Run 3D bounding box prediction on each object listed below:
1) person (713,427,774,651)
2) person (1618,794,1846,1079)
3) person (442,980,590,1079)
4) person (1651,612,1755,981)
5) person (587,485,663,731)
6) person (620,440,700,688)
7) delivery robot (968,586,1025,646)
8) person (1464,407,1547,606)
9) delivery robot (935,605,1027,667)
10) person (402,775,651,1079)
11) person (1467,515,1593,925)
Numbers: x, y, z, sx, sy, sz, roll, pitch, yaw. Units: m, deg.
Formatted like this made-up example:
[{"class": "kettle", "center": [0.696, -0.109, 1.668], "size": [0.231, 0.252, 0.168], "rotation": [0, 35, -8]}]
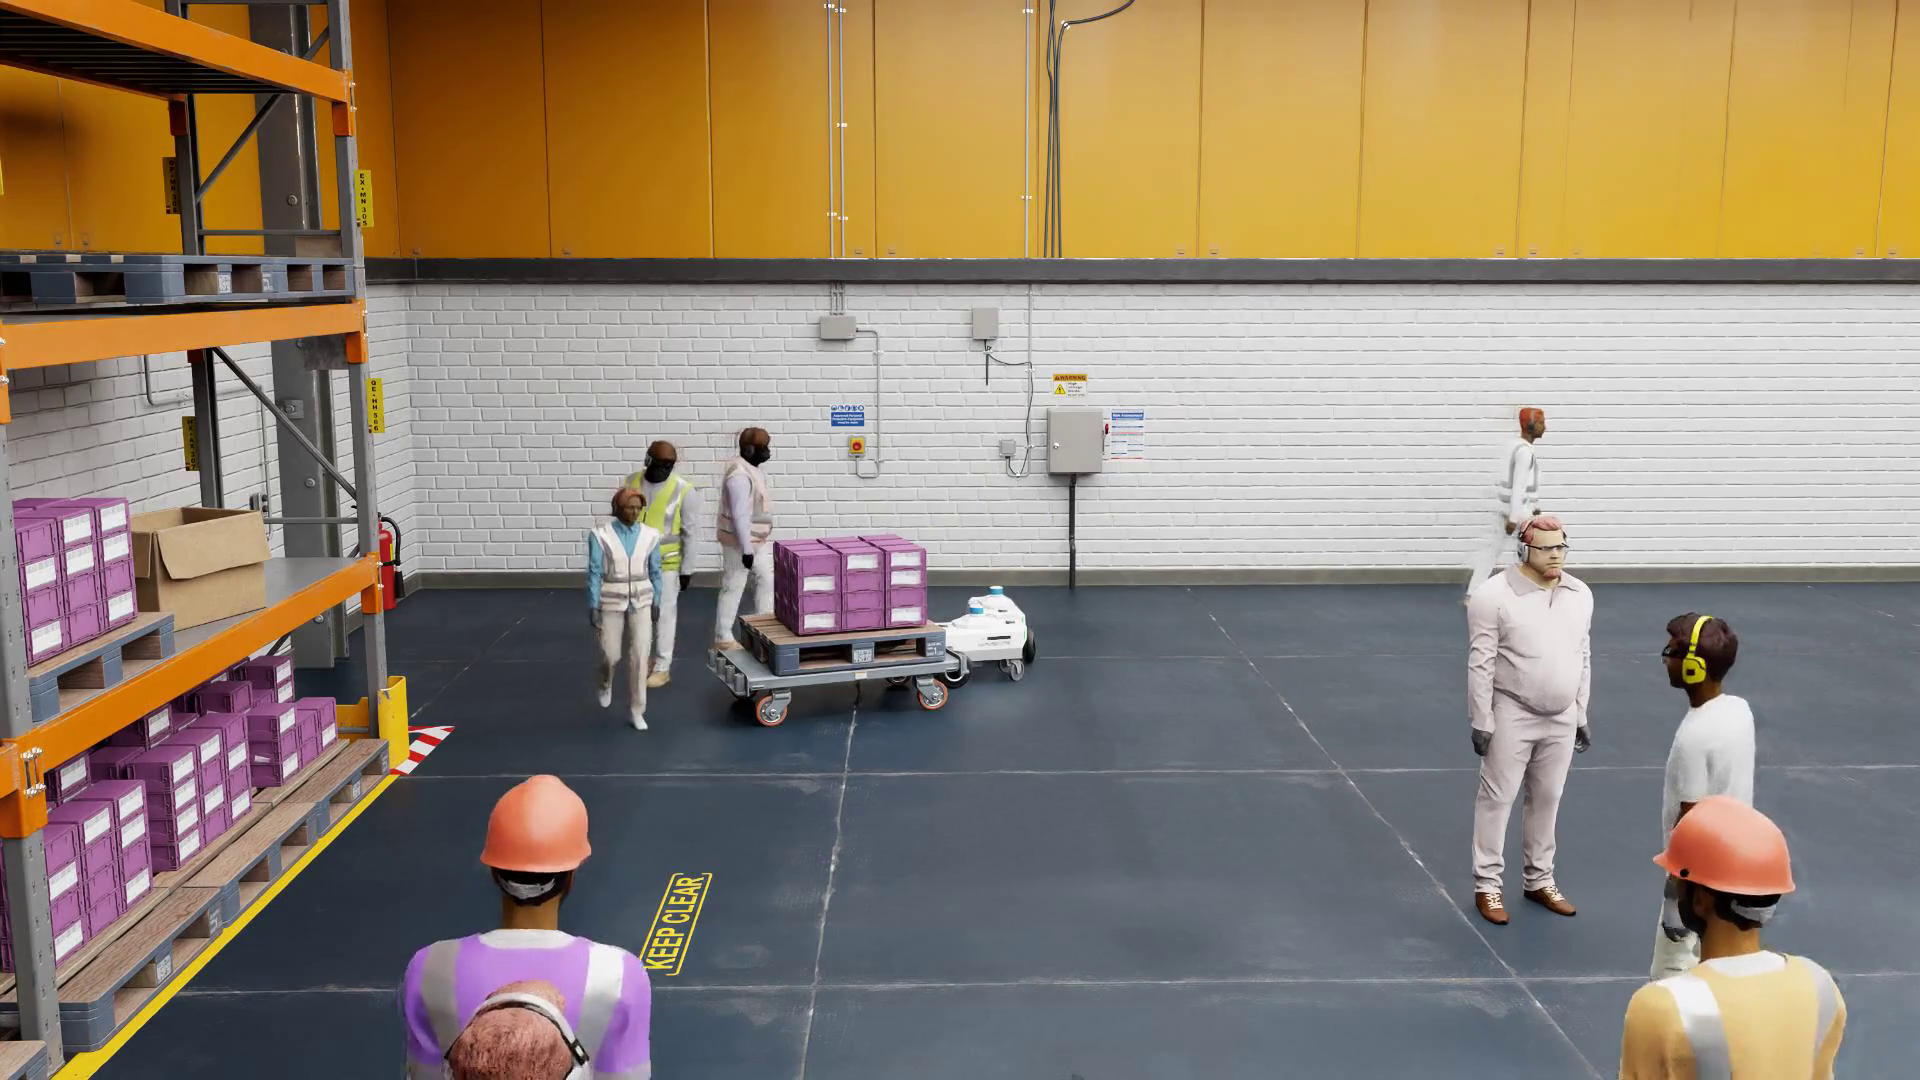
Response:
[{"class": "person", "center": [-1.624, 0.016, 13.042], "size": [0.732, 1.807, 0.642], "rotation": [1, 9, 6]}, {"class": "person", "center": [1.673, 1.505, 3.642], "size": [0.553, 1.903, 0.941], "rotation": [-4, 10, -24]}, {"class": "person", "center": [-0.707, 1.647, 2.885], "size": [0.677, 1.850, 1.000], "rotation": [0, 9, 1]}, {"class": "person", "center": [2.627, 1.171, 5.821], "size": [0.480, 1.854, 0.544], "rotation": [9, 13, 44]}, {"class": "person", "center": [-2.240, 0.431, 11.059], "size": [0.526, 1.616, 0.549], "rotation": [-5, 10, -26]}, {"class": "person", "center": [-2.191, 0.185, 11.991], "size": [0.637, 1.812, 0.464], "rotation": [2, 10, 14]}, {"class": "delivery robot", "center": [0.280, 0.604, 12.980], "size": [0.477, 0.478, 0.707], "rotation": [-2, 9, -10]}, {"class": "person", "center": [5.010, -0.270, 14.782], "size": [1.033, 1.824, 0.577], "rotation": [1, 9, 5]}, {"class": "delivery robot", "center": [0.125, 0.722, 12.254], "size": [0.707, 0.478, 0.477], "rotation": [-2, 10, -15]}, {"class": "person", "center": [-0.945, 1.493, 3.655], "size": [0.550, 1.916, 0.692], "rotation": [-1, 9, -8]}, {"class": "person", "center": [2.674, 0.828, 7.761], "size": [0.642, 1.909, 0.410], "rotation": [-3, 10, -16]}]
